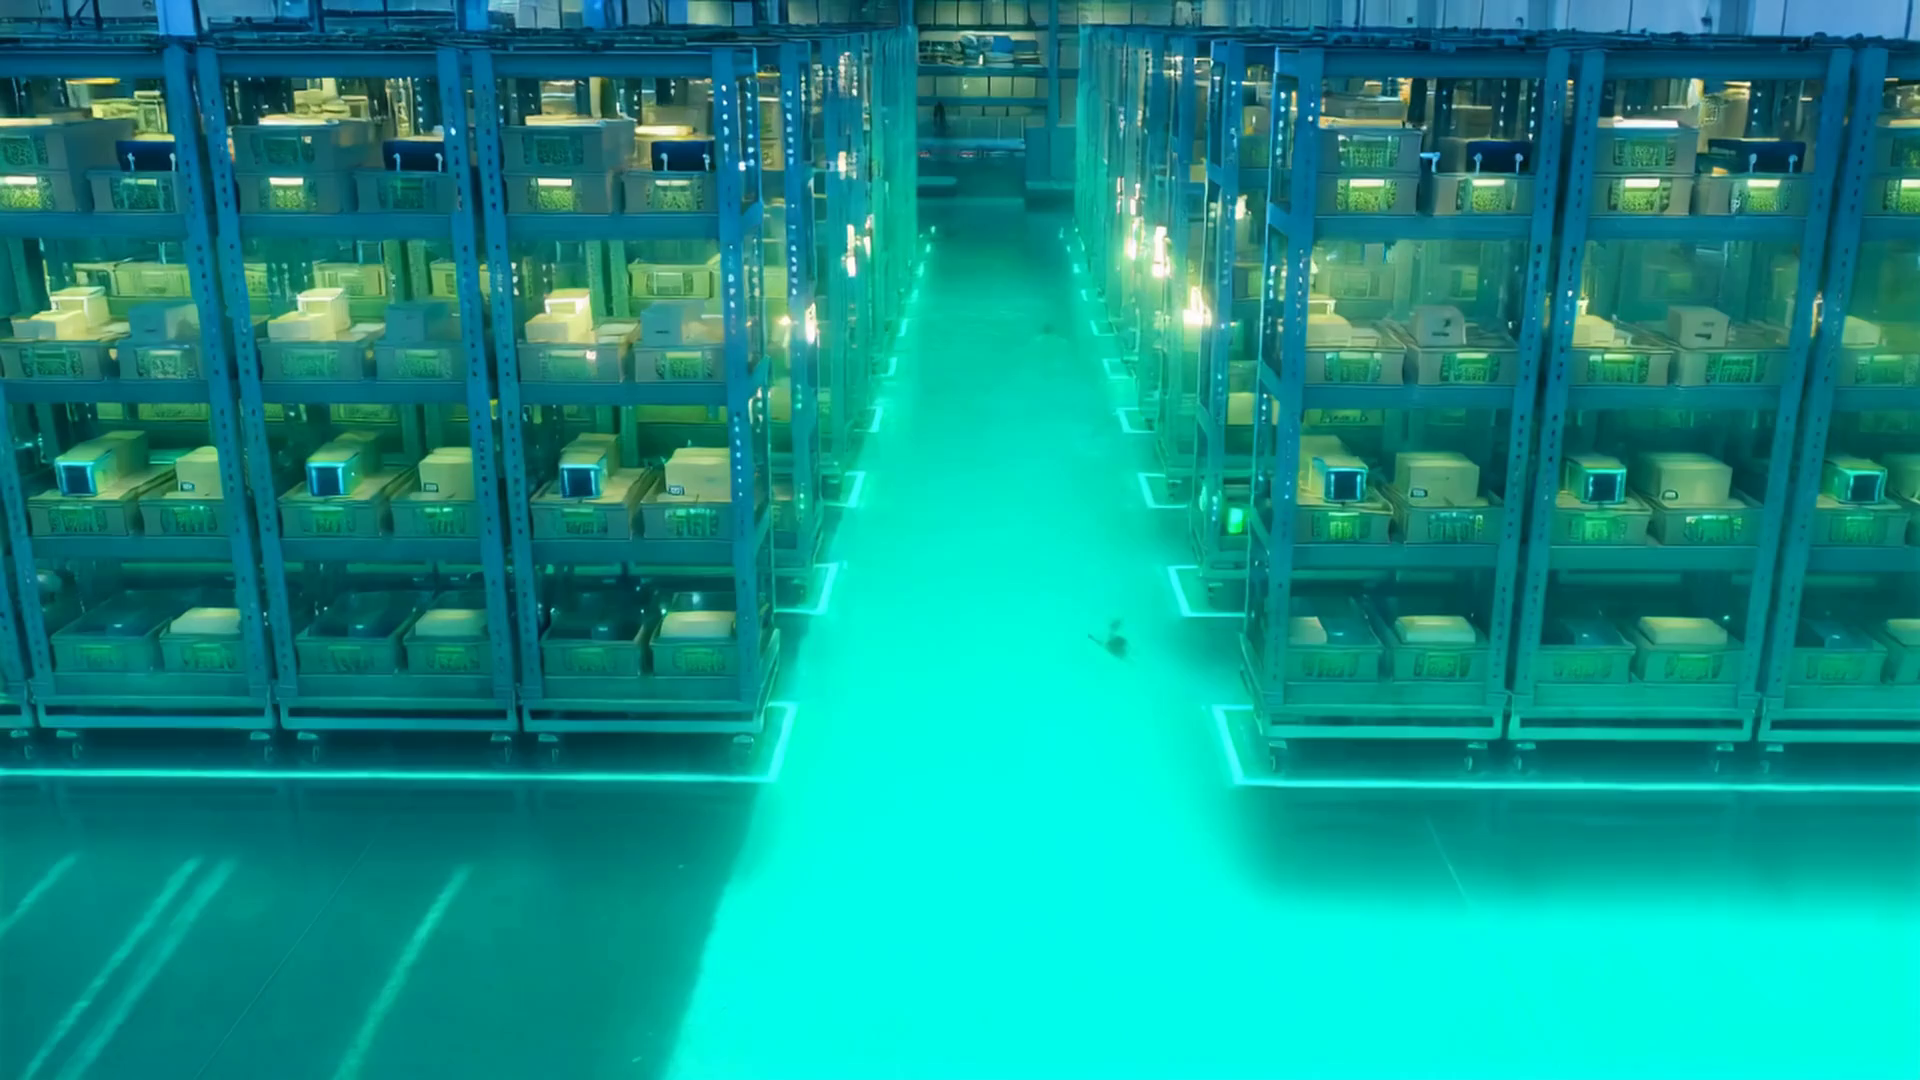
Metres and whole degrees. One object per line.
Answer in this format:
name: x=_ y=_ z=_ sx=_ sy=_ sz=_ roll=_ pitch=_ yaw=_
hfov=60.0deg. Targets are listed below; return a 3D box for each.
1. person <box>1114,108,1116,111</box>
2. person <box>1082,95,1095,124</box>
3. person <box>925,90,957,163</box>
person: x=4.150 y=-11.128 z=44.952 sx=0.337 sy=1.759 sz=0.524 roll=2 pitch=17 yaw=5
person: x=3.315 y=-10.503 z=42.564 sx=0.613 sy=1.995 sz=0.390 roll=-1 pitch=17 yaw=-3
person: x=-0.514 y=-11.000 z=44.296 sx=0.798 sy=1.913 sz=0.549 roll=0 pitch=17 yaw=-2
